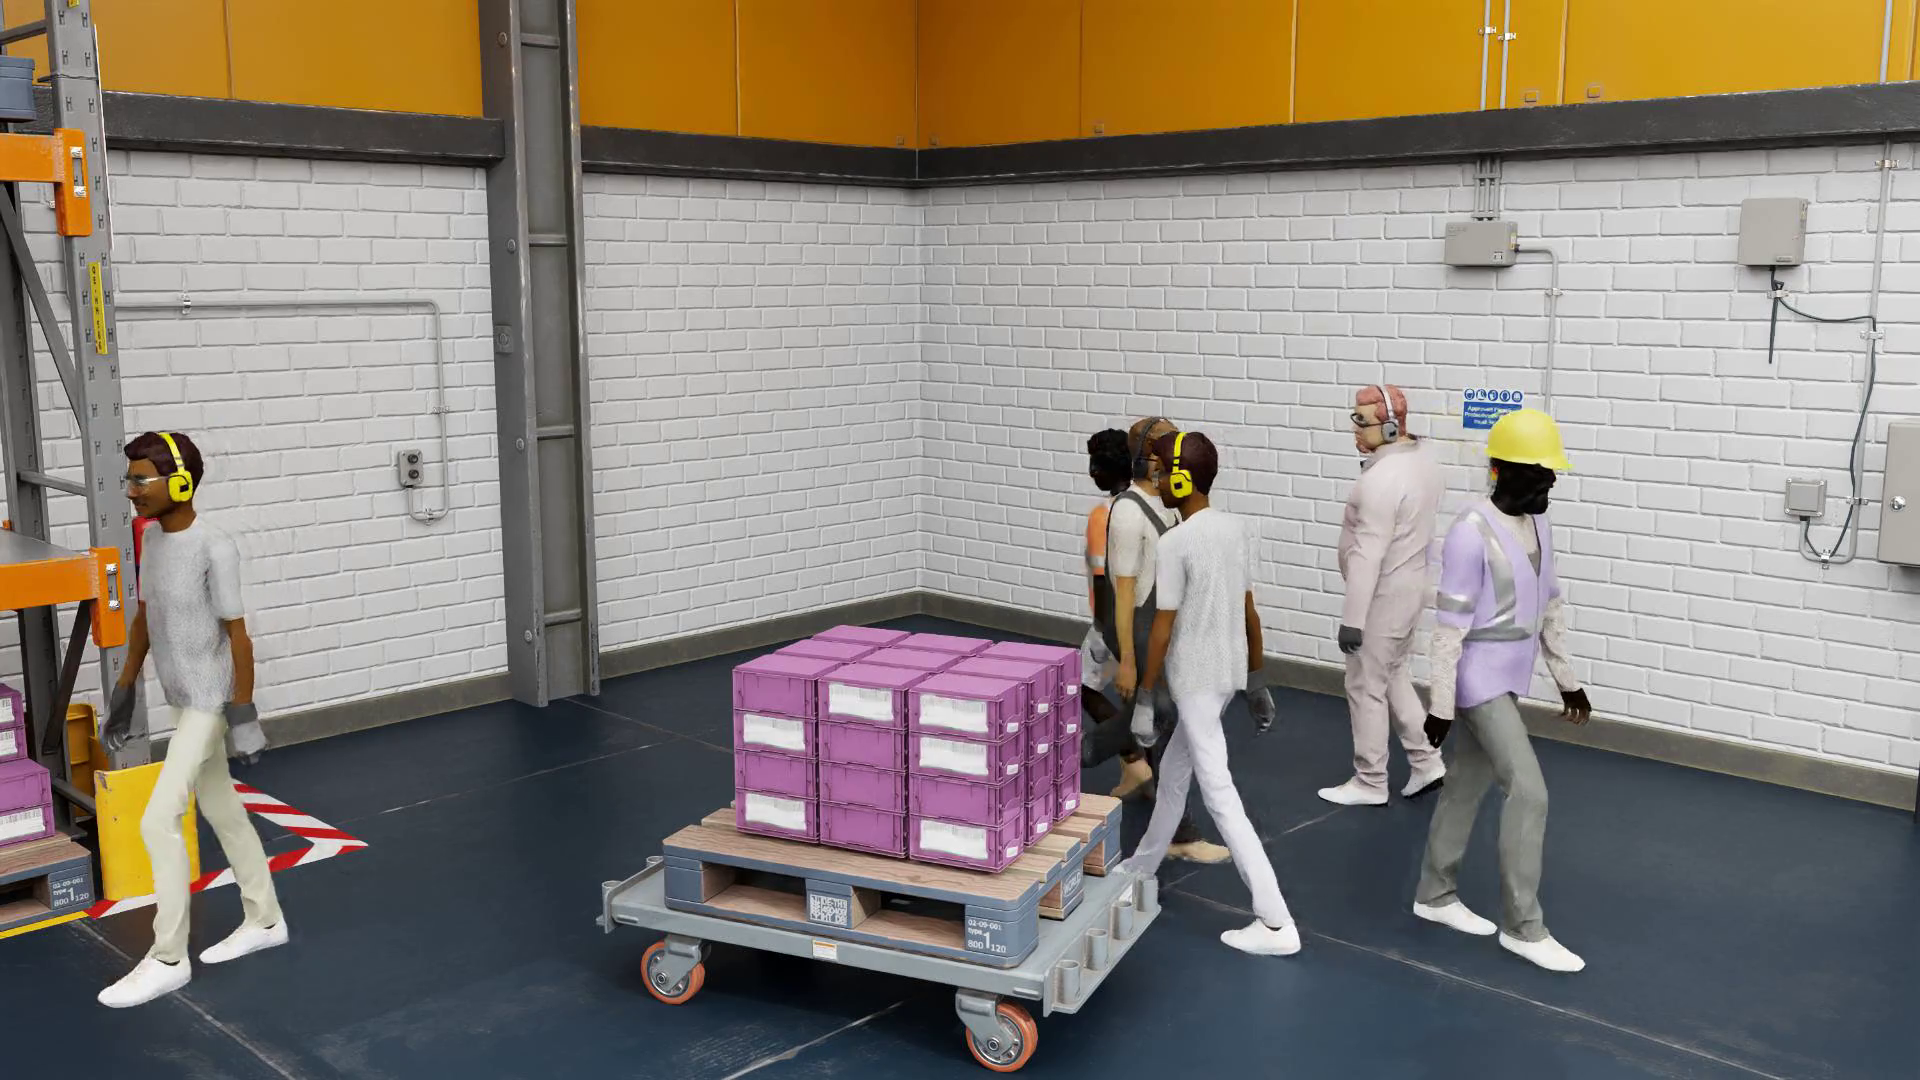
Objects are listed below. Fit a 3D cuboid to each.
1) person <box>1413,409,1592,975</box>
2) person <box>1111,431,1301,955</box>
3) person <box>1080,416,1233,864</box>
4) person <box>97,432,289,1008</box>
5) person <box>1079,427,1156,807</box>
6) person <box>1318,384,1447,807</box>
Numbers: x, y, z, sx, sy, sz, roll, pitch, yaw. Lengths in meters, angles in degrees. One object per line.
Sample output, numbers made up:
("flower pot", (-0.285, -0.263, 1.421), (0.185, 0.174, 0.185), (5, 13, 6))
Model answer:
("person", (1.926, 0.502, 5.693), (0.815, 1.894, 0.597), (7, 12, 37))
("person", (0.834, 0.515, 5.882), (0.994, 1.807, 0.535), (8, 12, 39))
("person", (0.654, 0.398, 6.615), (0.828, 1.807, 0.527), (3, 10, 17))
("person", (-2.609, 0.567, 5.460), (0.809, 1.841, 0.535), (-9, 13, -44))
("person", (0.722, 0.352, 7.223), (0.388, 1.678, 0.619), (7, 11, 35))
("person", (1.844, 0.261, 7.184), (0.521, 1.881, 0.700), (6, 11, 34))
